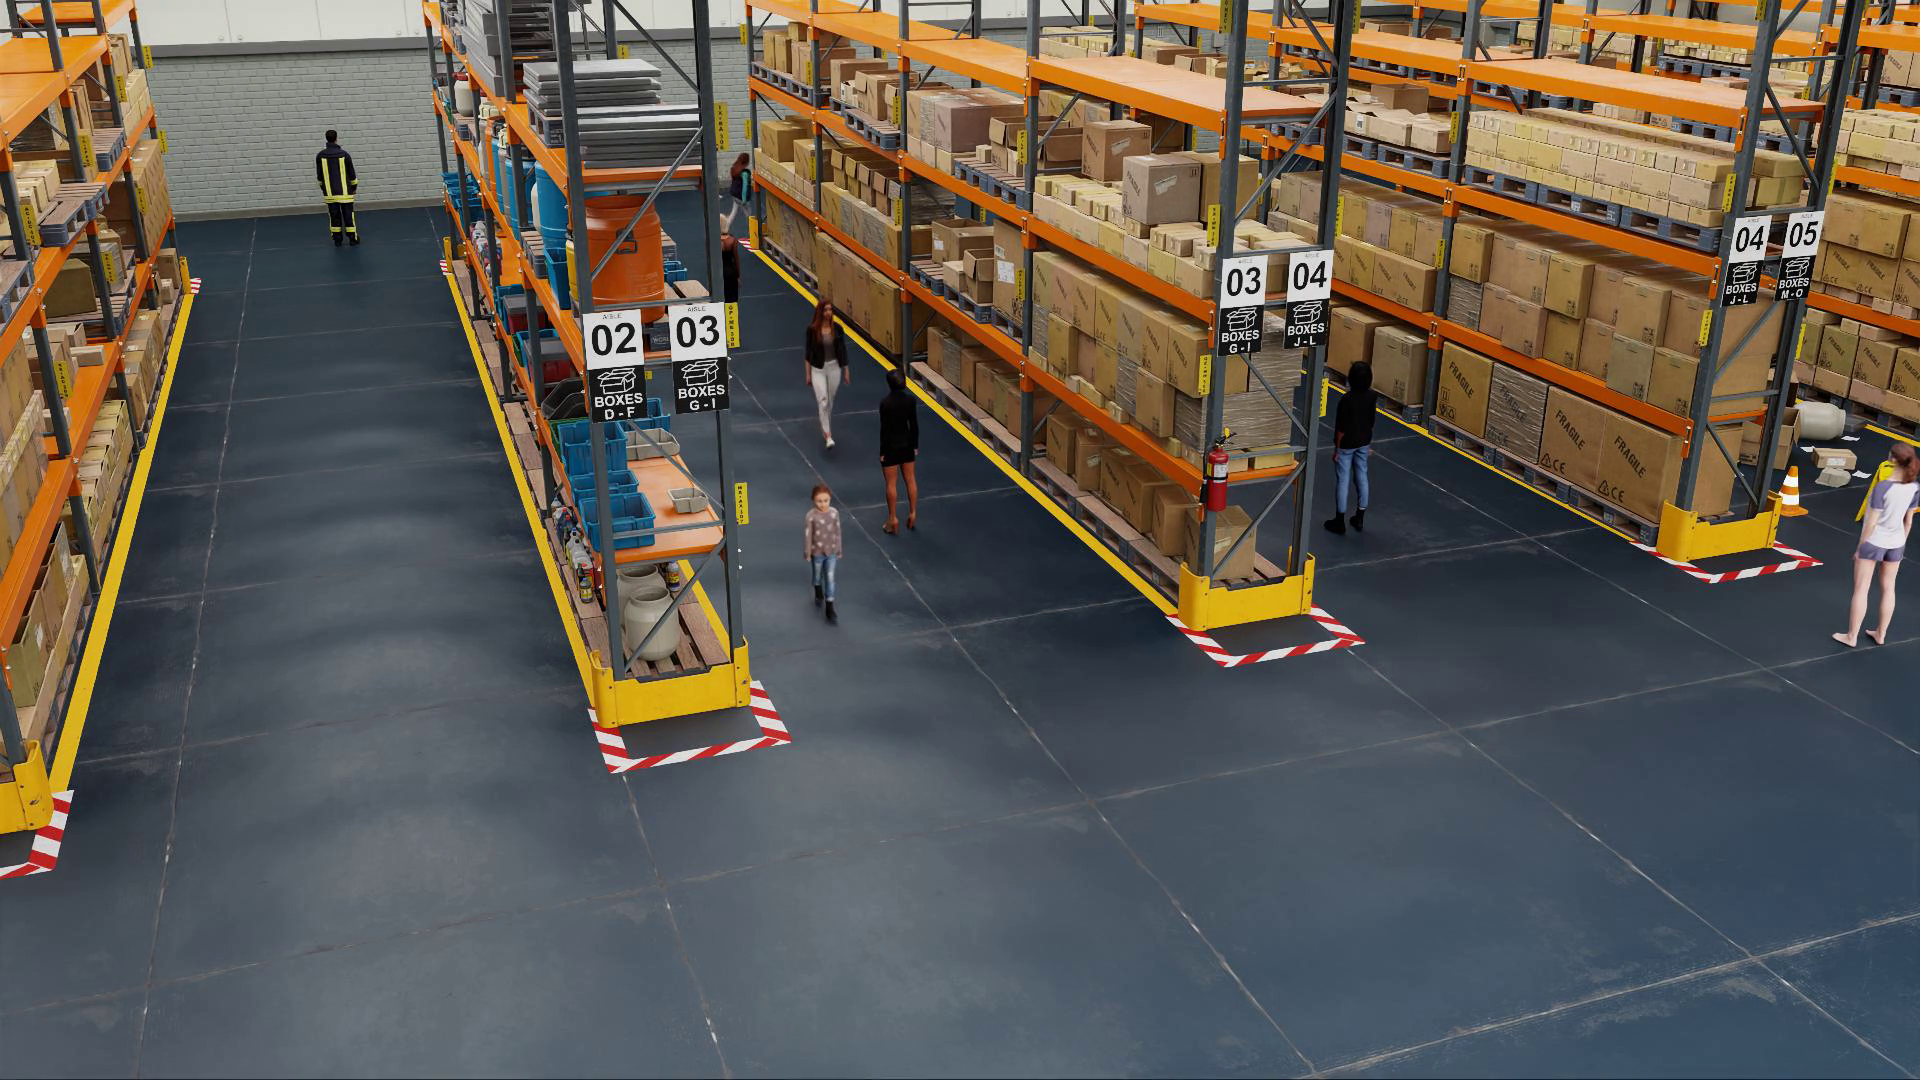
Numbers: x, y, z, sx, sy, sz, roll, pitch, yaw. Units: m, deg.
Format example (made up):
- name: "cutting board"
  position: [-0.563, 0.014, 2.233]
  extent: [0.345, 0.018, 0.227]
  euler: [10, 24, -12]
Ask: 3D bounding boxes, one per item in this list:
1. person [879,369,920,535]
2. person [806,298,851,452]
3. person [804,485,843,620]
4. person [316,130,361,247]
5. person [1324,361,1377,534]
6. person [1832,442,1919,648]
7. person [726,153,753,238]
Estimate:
- name: "person"
  position: [-0.594, -0.857, 15.977]
  extent: [0.611, 1.639, 0.660]
  euler: [-12, 25, -27]
- name: "person"
  position: [-1.496, -1.854, 18.381]
  extent: [0.651, 1.664, 1.132]
  euler: [-6, 23, -15]
- name: "person"
  position: [-1.177, 0.069, 14.319]
  extent: [0.534, 1.180, 0.791]
  euler: [-6, 23, -13]
- name: "person"
  position: [-10.488, -5.941, 28.028]
  extent: [0.827, 1.927, 0.708]
  euler: [-5, 23, -11]
- name: "person"
  position: [3.778, -0.899, 15.999]
  extent: [0.561, 1.701, 0.521]
  euler: [-8, 24, -19]
- name: "person"
  position: [7.556, 0.037, 13.624]
  extent: [0.627, 1.767, 0.637]
  euler: [-3, 22, -6]
- name: "person"
  position: [-3.800, -5.853, 28.443]
  extent: [0.859, 1.451, 0.998]
  euler: [-15, 27, -33]
